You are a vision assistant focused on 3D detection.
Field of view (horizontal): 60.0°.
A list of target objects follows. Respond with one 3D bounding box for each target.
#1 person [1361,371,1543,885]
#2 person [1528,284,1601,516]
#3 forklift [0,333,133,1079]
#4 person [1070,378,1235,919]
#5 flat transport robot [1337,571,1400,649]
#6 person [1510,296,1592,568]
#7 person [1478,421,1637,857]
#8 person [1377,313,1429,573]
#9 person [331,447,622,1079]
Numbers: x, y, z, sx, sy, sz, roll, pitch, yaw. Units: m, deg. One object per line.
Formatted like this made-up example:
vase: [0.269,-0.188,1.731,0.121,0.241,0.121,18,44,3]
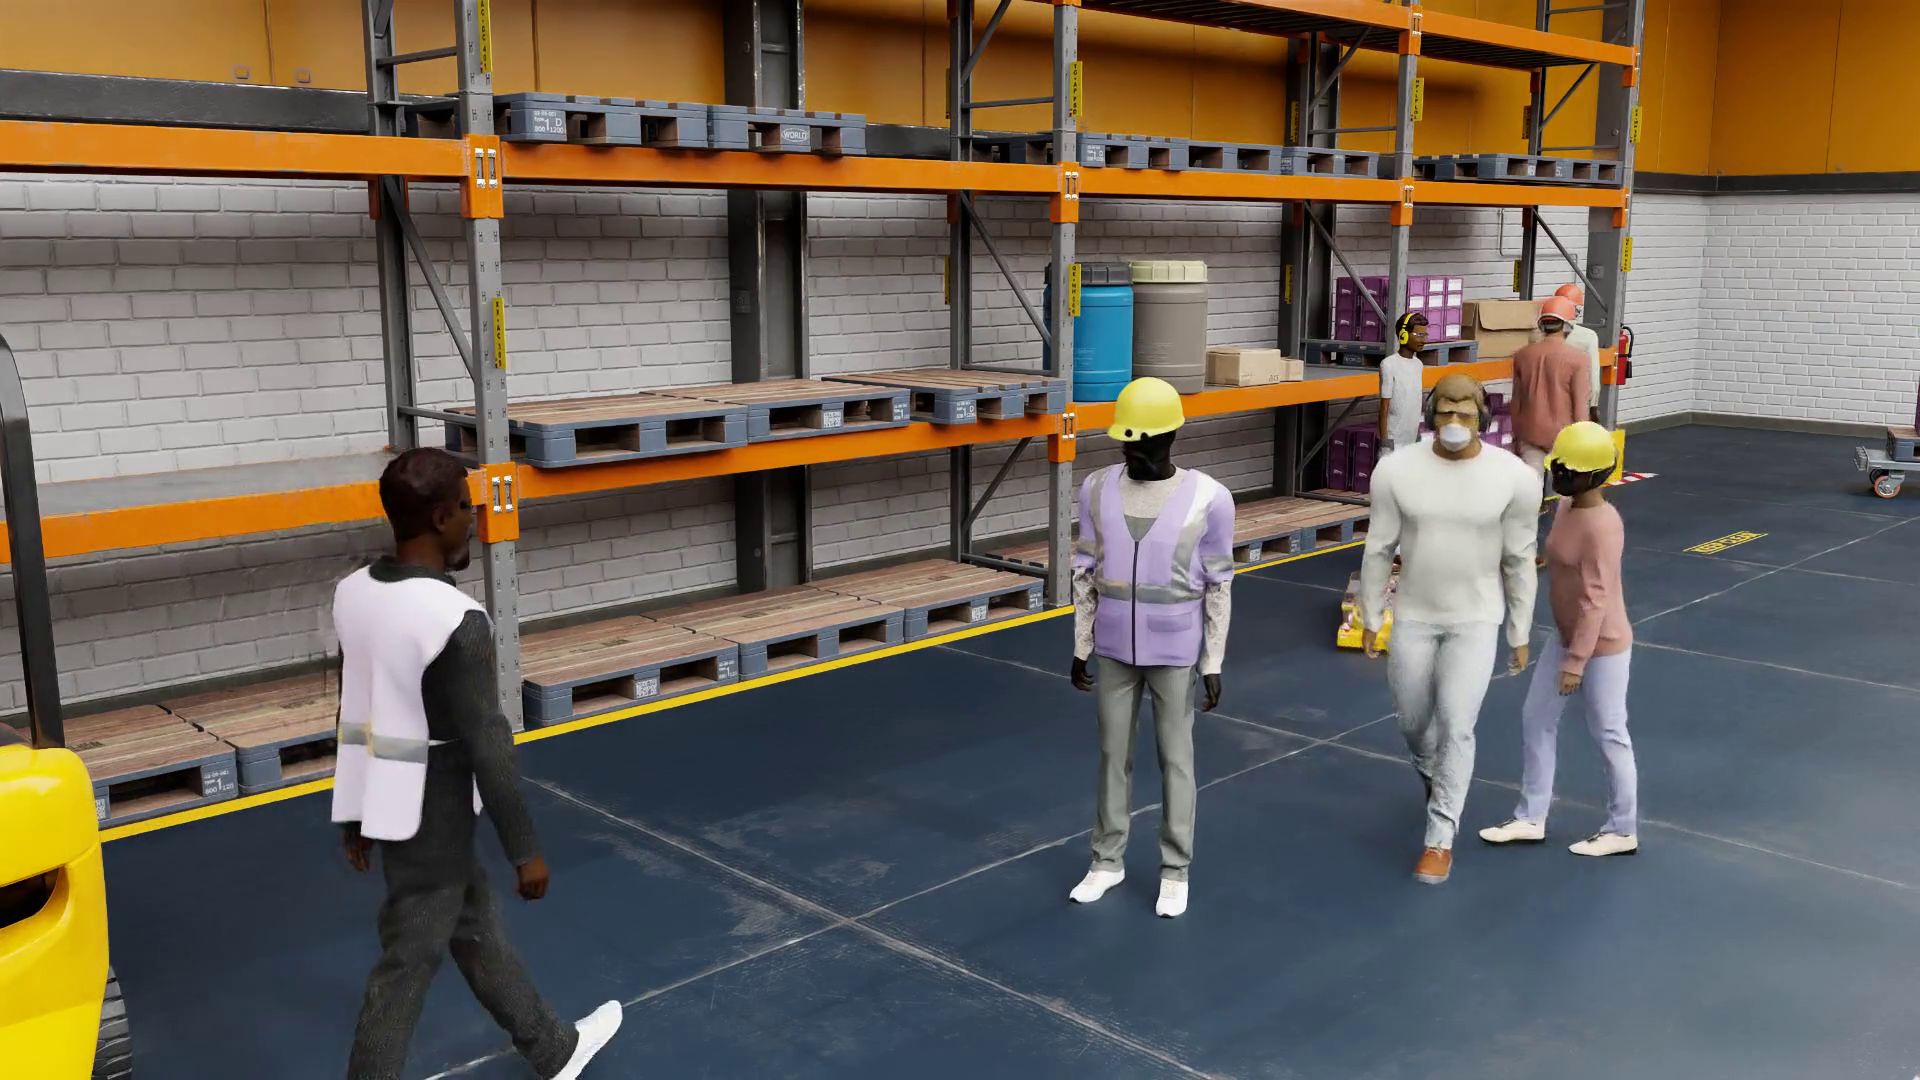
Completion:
person: [1.878,0.295,6.387,0.645,1.919,0.748,5,11,24]
person: [5.136,-1.174,14.182,0.629,1.992,0.397,8,13,38]
forklift: [-3.289,0.485,4.582,1.214,2.155,2.313,-10,14,-44]
person: [0.662,0.382,5.895,0.584,1.919,0.382,5,12,26]
flat transport robot: [2.694,0.420,10.181,0.652,0.197,1.431,3,11,16]
person: [4.280,-0.763,11.989,0.634,1.969,0.646,-9,14,-41]
person: [2.336,0.397,6.328,0.687,1.723,0.552,-1,10,-3]
person: [3.169,-0.694,11.934,0.508,1.860,0.334,-10,14,-43]
person: [-1.259,0.693,4.305,0.956,1.872,0.619,-10,14,-43]
